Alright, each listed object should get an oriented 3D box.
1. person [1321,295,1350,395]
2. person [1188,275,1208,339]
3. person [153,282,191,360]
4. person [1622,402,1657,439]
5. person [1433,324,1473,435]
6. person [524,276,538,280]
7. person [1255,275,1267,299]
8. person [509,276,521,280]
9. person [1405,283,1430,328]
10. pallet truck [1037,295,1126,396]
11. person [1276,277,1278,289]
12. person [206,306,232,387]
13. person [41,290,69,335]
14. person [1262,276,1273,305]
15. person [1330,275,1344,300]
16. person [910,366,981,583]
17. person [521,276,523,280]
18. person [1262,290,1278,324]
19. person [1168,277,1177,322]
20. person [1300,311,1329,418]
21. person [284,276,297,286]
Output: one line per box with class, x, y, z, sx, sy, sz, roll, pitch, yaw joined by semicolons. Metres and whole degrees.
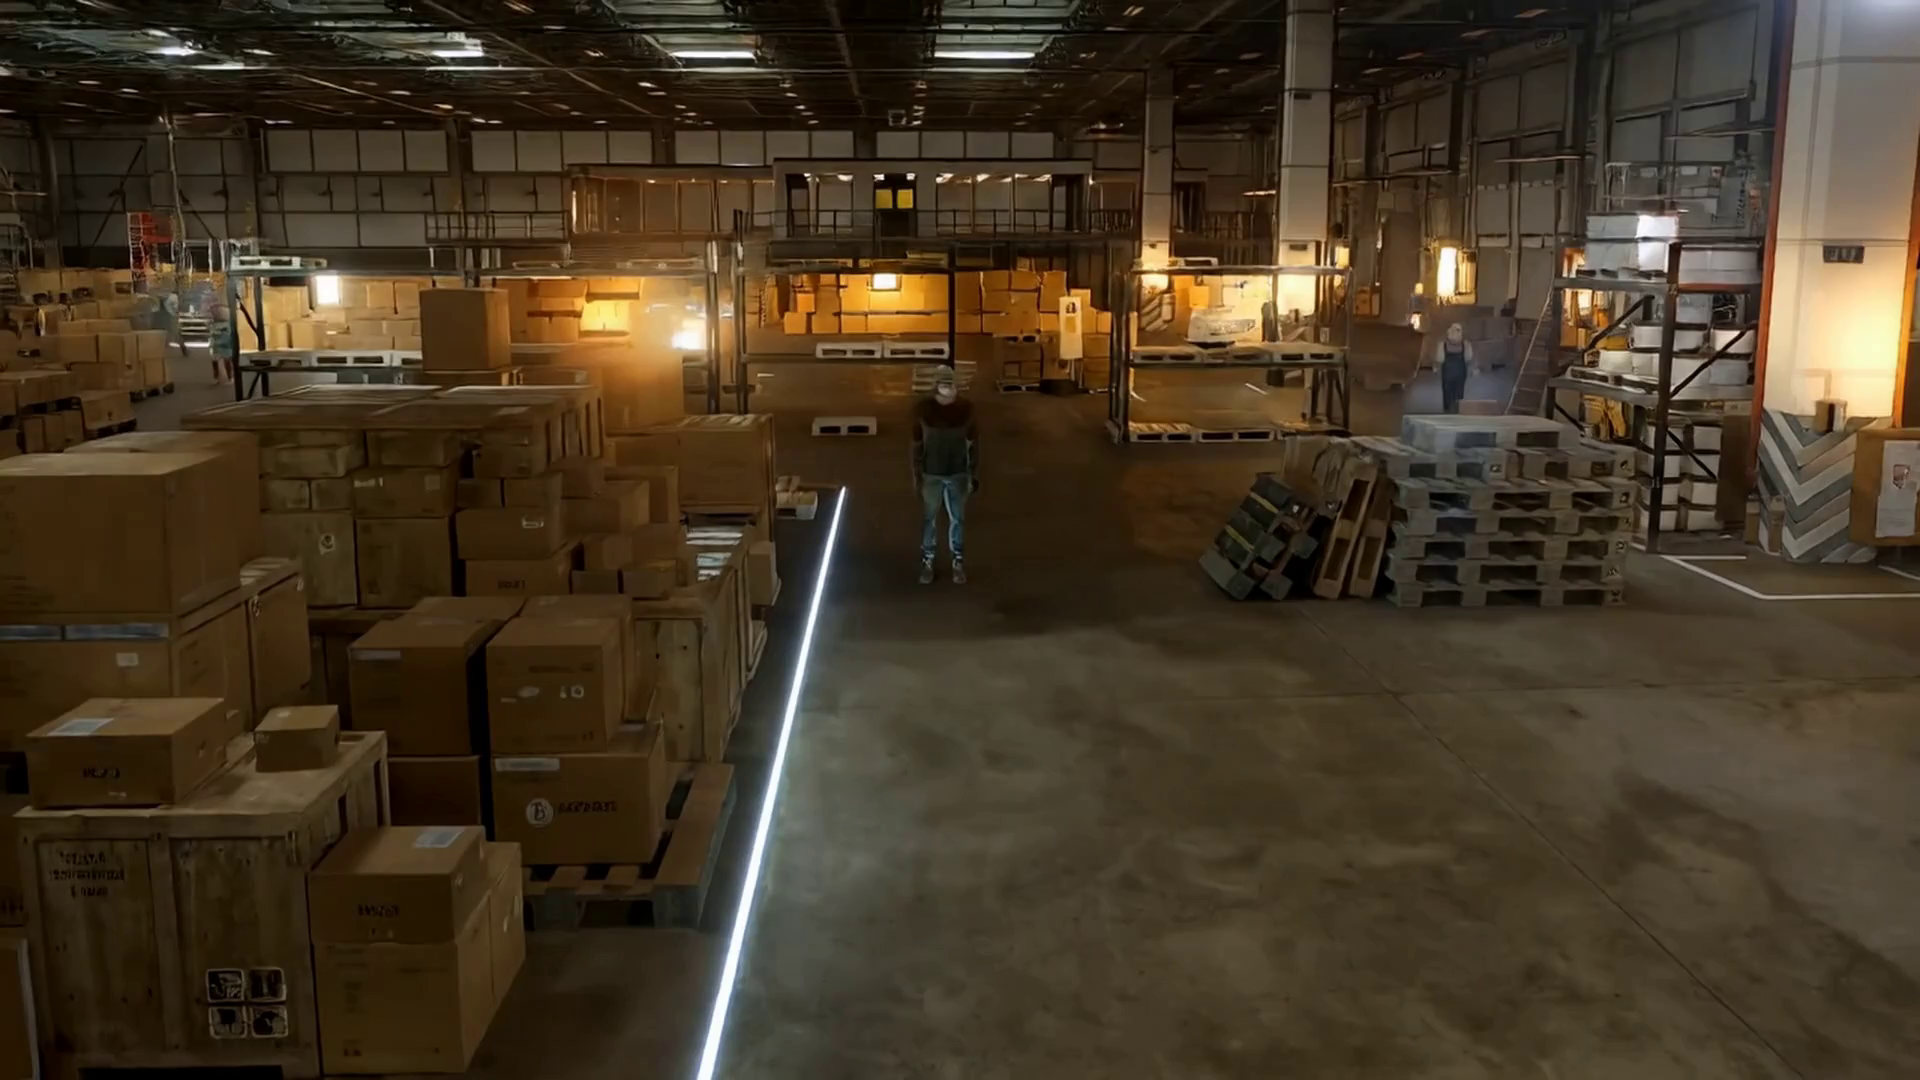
person;7.444;-3.859;32.966;0.608;1.989;0.387;0;10;-2
person;7.453;-7.294;52.084;0.608;1.995;0.377;0;10;-2
person;-20.412;-5.684;42.986;0.708;2.000;0.988;2;10;11
person;8.517;-1.549;20.782;0.484;1.744;0.295;0;10;-2
person;7.493;-2.383;25.303;0.541;1.791;0.982;4;11;23
person;-15.819;-8.986;61.373;0.606;2.044;0.374;0;10;-2
person;12.782;-10.471;70.220;0.624;1.840;0.429;0;10;-2
person;-19.884;-11.247;74.283;0.542;1.931;0.366;0;10;-2
person;13.656;-6.779;49.768;0.648;1.800;0.926;9;14;41
pallet truck;2.483;-3.881;33.060;1.885;1.965;0.823;-7;13;-36
person;13.685;-10.566;70.522;0.650;1.911;0.912;0;10;-1
person;-15.478;-4.036;34.764;0.532;1.696;0.319;0;10;-2
person;-20.640;-4.727;37.950;0.629;1.936;0.373;0;10;-2
person;12.035;-9.431;64.818;0.532;1.696;0.319;0;10;-2
person;14.518;-9.405;64.023;0.542;1.931;0.366;0;10;-2
person;-0.131;-0.580;14.839;0.629;1.940;0.373;0;10;-2
person;-21.577;-12.444;80.959;0.585;1.927;0.366;0;10;-2
person;7.594;-5.140;40.464;0.570;1.869;1.030;4;11;23
person;7.964;-9.158;63.183;0.553;1.723;0.870;-5;11;-27
person;6.112;-3.028;28.666;0.508;1.872;0.329;0;10;-2
person;-28.490;-10.594;70.779;0.573;1.883;0.356;0;10;-2
